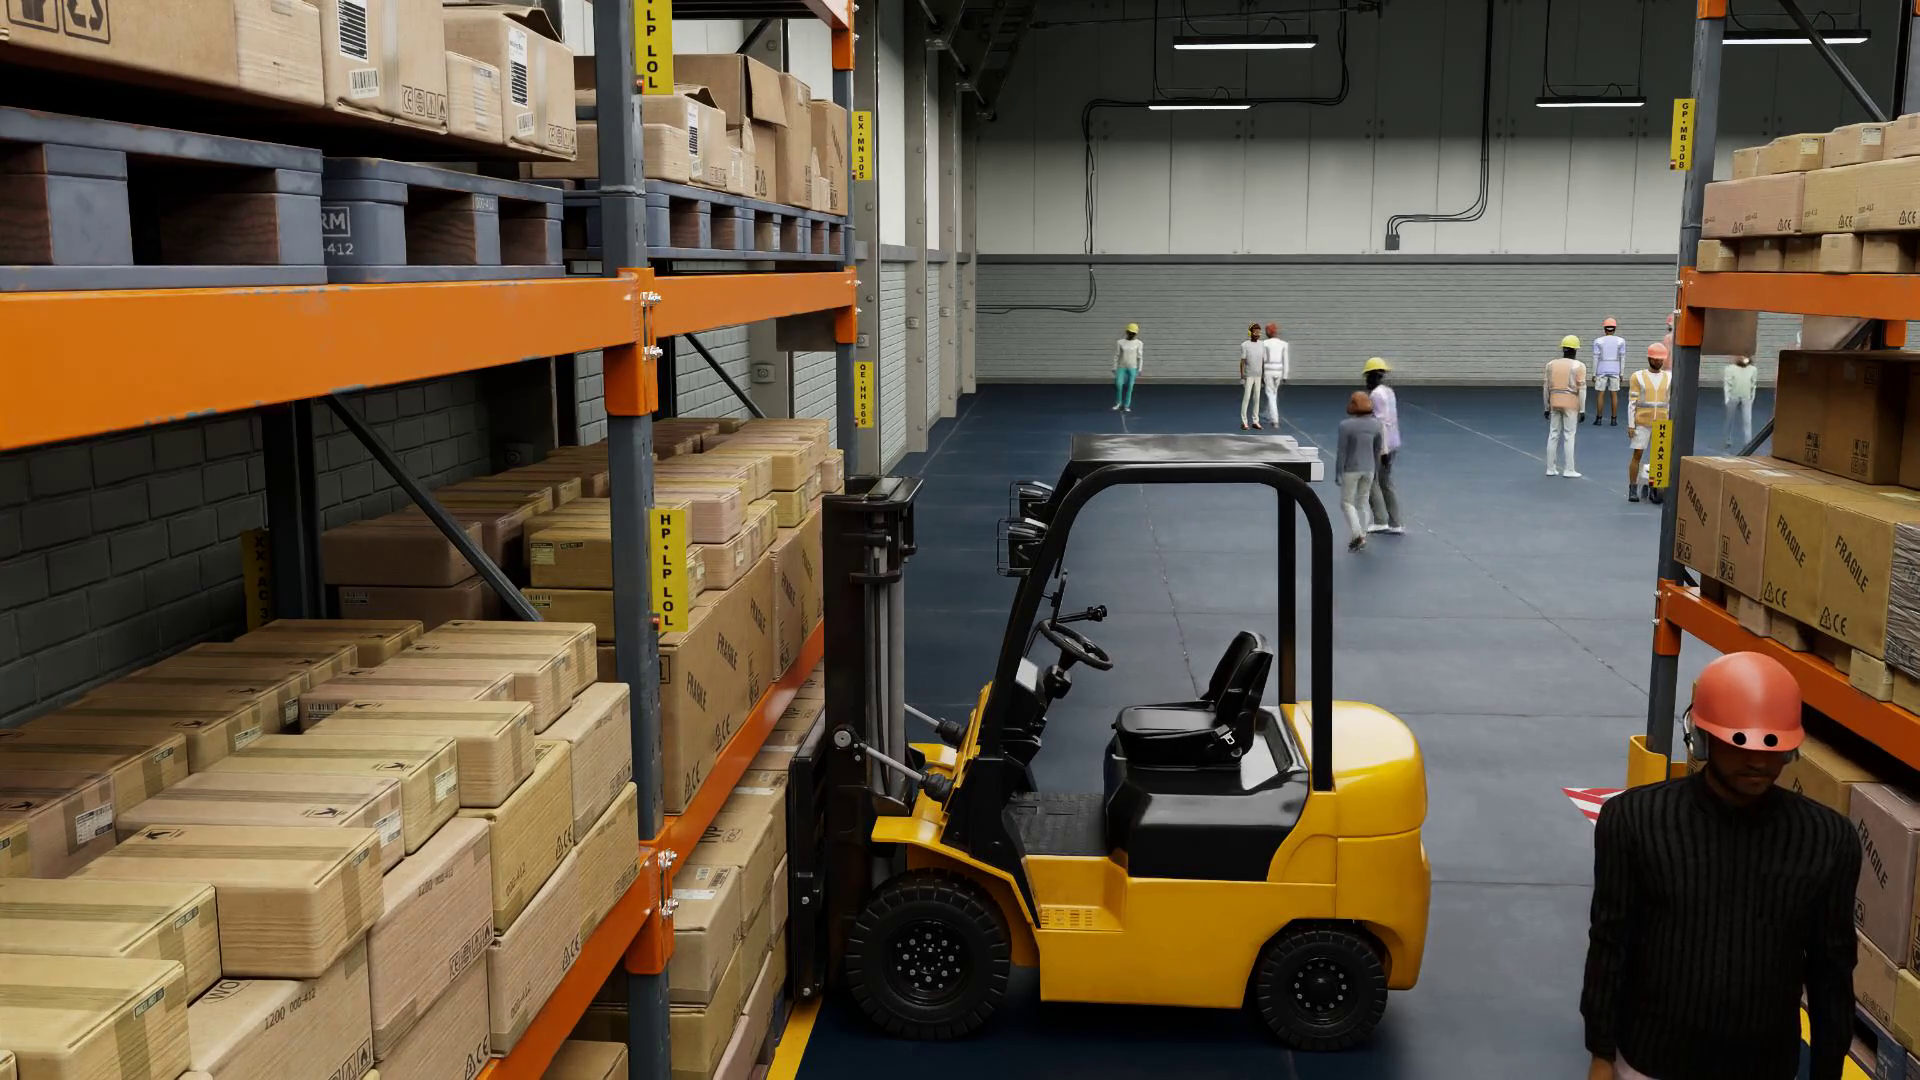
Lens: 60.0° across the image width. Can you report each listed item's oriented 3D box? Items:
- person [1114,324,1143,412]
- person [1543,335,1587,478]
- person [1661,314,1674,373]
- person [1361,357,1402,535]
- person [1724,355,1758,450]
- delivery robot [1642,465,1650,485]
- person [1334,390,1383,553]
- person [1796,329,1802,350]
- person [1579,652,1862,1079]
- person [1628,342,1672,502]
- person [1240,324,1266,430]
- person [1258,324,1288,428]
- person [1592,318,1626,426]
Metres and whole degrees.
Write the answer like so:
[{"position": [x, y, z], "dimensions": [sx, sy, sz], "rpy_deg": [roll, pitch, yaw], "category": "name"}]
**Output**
[{"position": [3.298, -3.363, 32.549], "dimensions": [0.554, 1.730, 0.421], "rpy_deg": [1, 9, 8], "category": "person"}, {"position": [8.210, -1.810, 22.553], "dimensions": [0.384, 1.924, 0.593], "rpy_deg": [-8, 12, -41], "category": "person"}, {"position": [12.955, -3.118, 30.282], "dimensions": [0.622, 1.990, 0.401], "rpy_deg": [-6, 11, -30], "category": "person"}, {"position": [4.500, -0.996, 17.739], "dimensions": [0.581, 1.880, 0.600], "rpy_deg": [6, 11, 33], "category": "person"}, {"position": [11.997, -2.137, 25.567], "dimensions": [0.513, 1.586, 0.867], "rpy_deg": [1, 9, 6], "category": "person"}, {"position": [8.579, -0.778, 20.164], "dimensions": [0.477, 0.478, 0.707], "rpy_deg": [0, 9, -3], "category": "delivery robot"}, {"position": [3.996, -0.680, 16.650], "dimensions": [0.521, 1.637, 0.443], "rpy_deg": [-3, 10, -17], "category": "person"}, {"position": [17.309, -3.678, 33.848], "dimensions": [0.375, 1.936, 0.549], "rpy_deg": [-8, 12, -39], "category": "person"}, {"position": [1.798, 1.230, 3.975], "dimensions": [0.605, 1.986, 0.402], "rpy_deg": [2, 10, 13], "category": "person"}, {"position": [8.381, -1.423, 20.171], "dimensions": [0.544, 1.939, 0.353], "rpy_deg": [0, 9, 3], "category": "person"}, {"position": [5.113, -2.842, 29.024], "dimensions": [0.499, 1.860, 0.311], "rpy_deg": [-5, 10, -25], "category": "person"}, {"position": [5.525, -2.946, 29.749], "dimensions": [0.564, 1.827, 0.977], "rpy_deg": [-3, 10, -20], "category": "person"}, {"position": [11.601, -3.004, 29.779], "dimensions": [0.543, 1.932, 0.365], "rpy_deg": [2, 10, 13], "category": "person"}]
